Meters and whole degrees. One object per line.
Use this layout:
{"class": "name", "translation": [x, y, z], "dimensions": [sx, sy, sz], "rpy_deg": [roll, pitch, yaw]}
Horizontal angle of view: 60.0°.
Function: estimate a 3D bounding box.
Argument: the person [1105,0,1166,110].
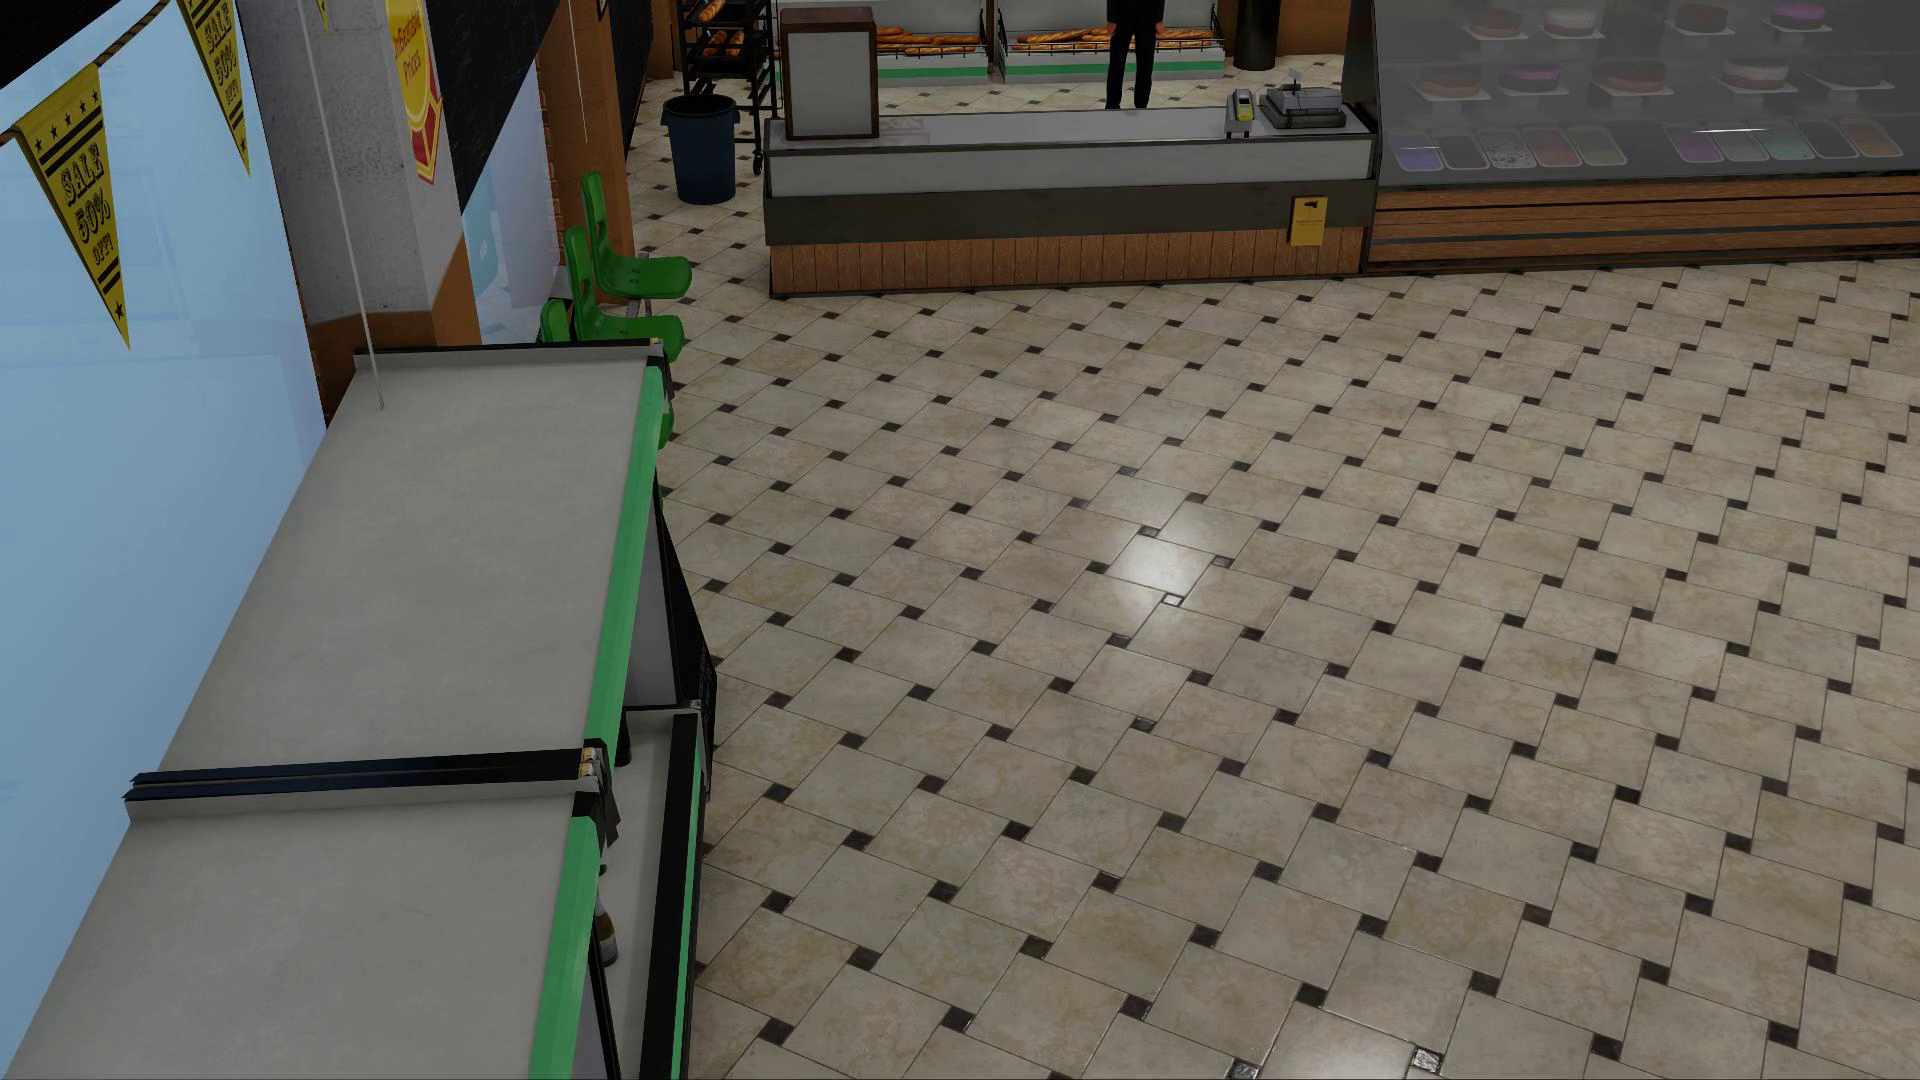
{"class": "person", "translation": [1.422, -4.246, 13.477], "dimensions": [0.621, 1.868, 0.566], "rpy_deg": [-2, 32, -4]}
